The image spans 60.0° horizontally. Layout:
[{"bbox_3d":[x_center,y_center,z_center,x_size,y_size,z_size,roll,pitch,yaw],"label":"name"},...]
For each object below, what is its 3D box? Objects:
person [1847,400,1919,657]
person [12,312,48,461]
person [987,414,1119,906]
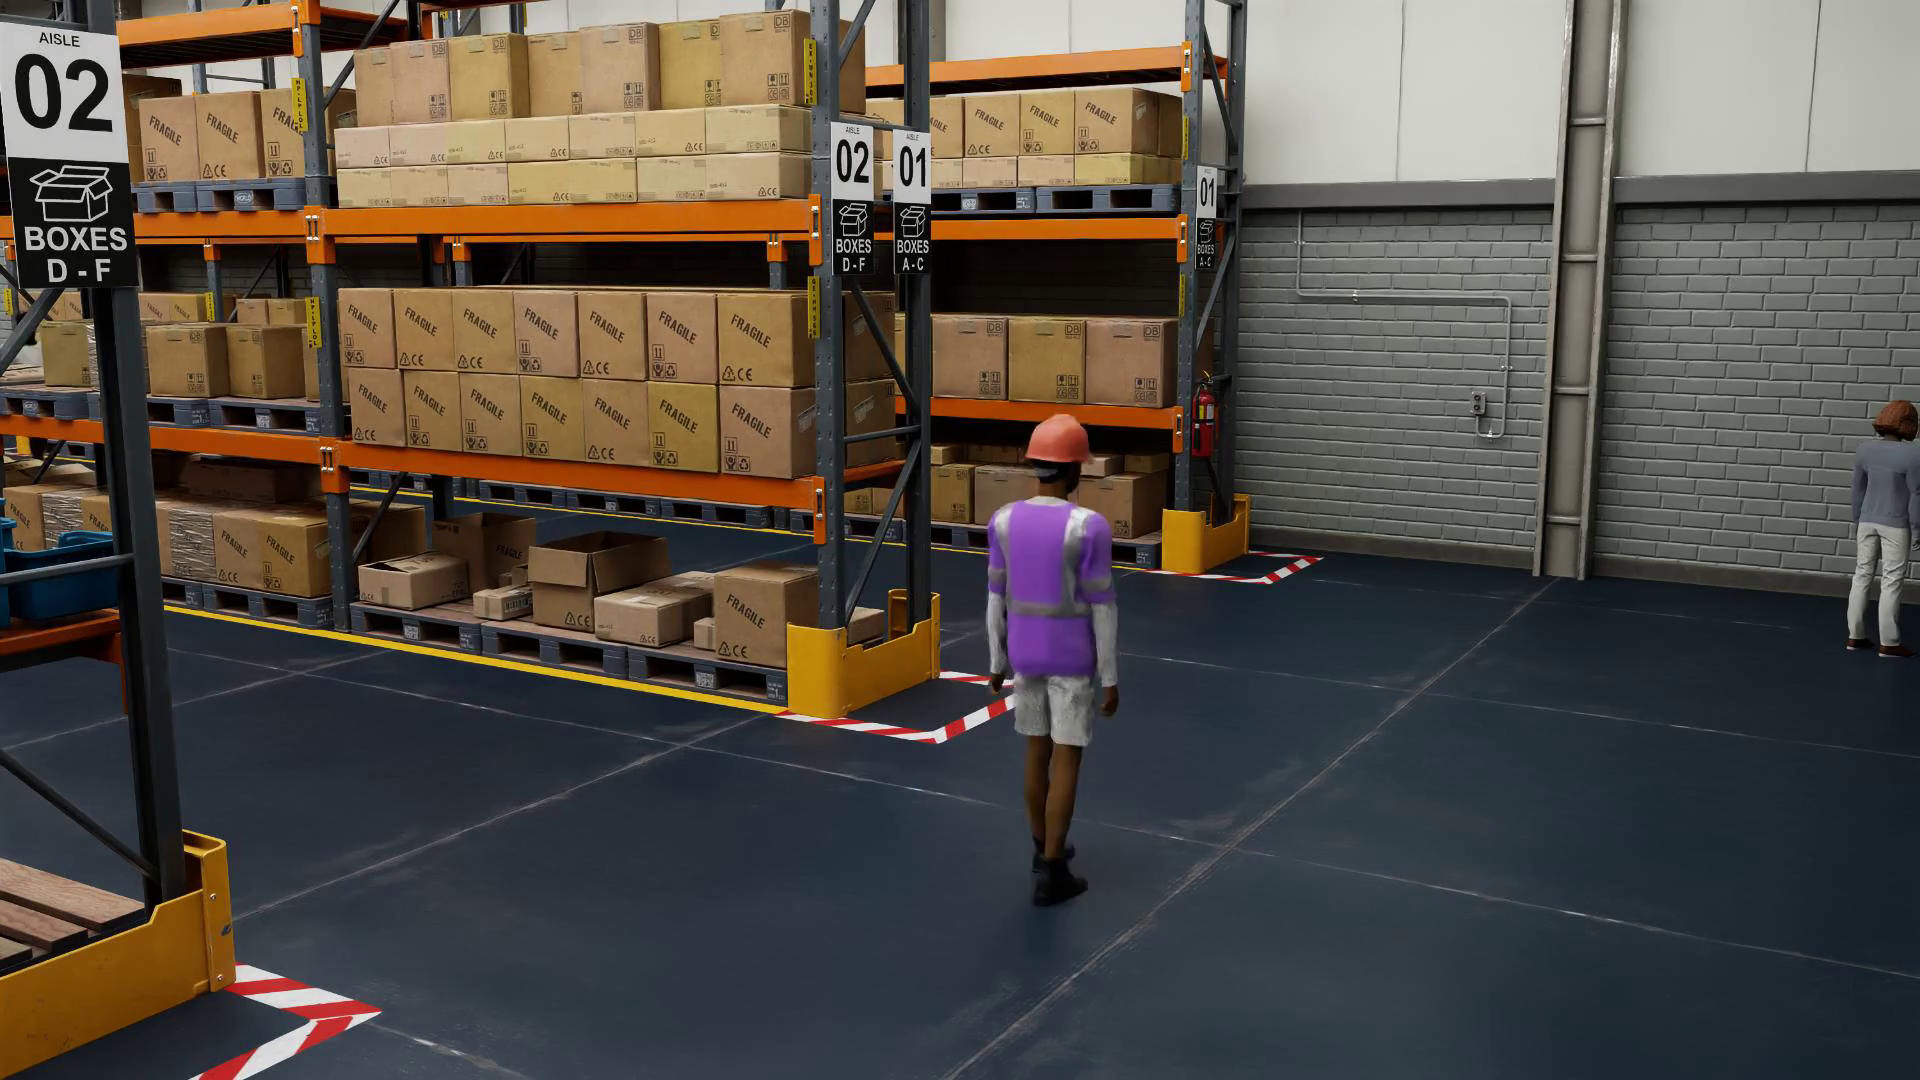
[{"bbox_3d":[5.893,-0.076,10.572,0.279,1.633,0.497,-4,10,-21],"label":"person"},{"bbox_3d":[-10.429,-1.616,18.759,0.622,1.923,0.992,-9,13,-42],"label":"person"},{"bbox_3d":[0.377,0.457,6.643,0.554,1.937,0.501,6,12,33],"label":"person"}]
